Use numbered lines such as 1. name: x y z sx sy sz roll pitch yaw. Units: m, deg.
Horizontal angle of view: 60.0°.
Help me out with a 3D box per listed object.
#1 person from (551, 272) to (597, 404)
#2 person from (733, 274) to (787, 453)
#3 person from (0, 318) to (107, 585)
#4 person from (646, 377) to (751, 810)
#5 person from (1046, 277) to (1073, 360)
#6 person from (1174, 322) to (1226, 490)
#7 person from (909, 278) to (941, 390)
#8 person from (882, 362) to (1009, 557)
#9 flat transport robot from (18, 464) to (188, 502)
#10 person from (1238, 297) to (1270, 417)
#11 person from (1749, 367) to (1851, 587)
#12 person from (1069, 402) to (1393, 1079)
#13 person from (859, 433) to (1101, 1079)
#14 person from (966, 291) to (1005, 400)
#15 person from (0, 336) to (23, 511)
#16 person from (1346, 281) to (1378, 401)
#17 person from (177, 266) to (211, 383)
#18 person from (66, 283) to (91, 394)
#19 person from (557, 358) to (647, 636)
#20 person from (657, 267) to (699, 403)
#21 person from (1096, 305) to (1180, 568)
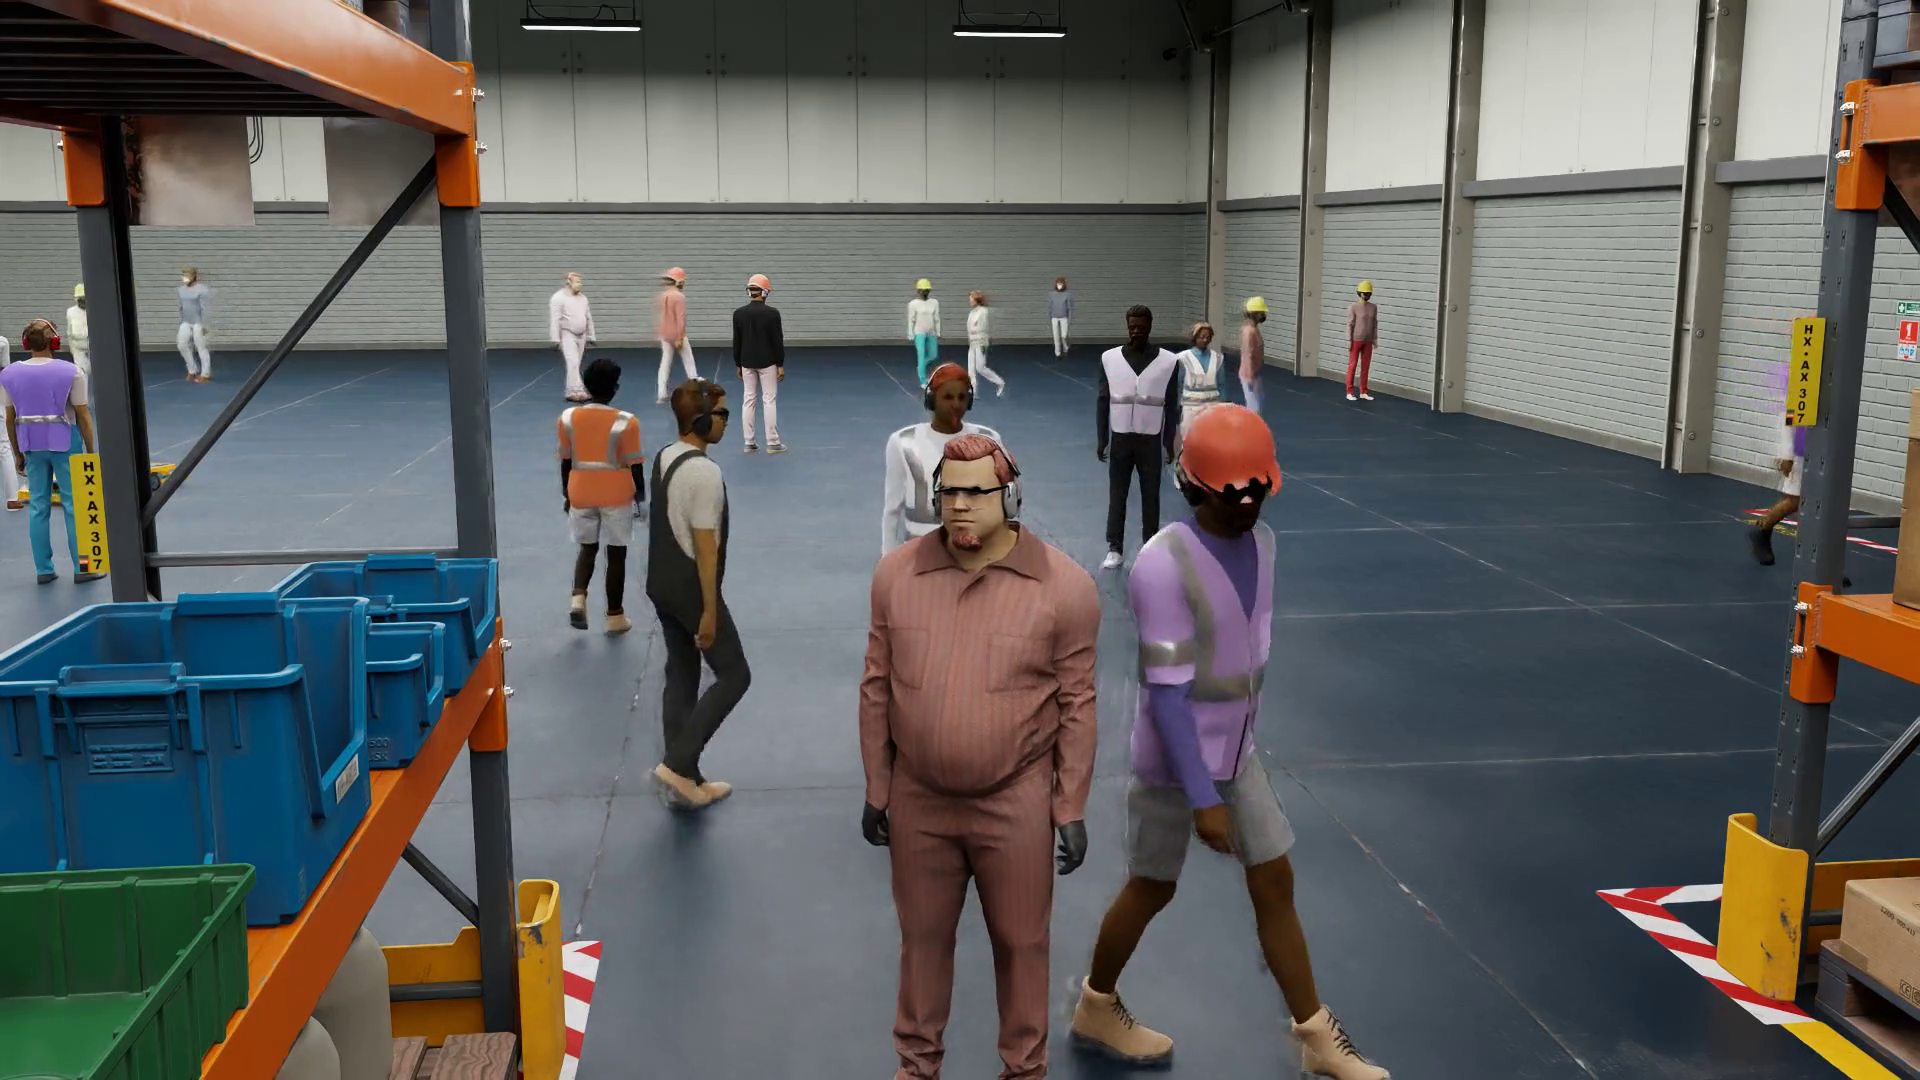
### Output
1. person: -5.504 -2.918 24.092 0.785 1.879 0.677 6 12 31
2. person: -2.227 -1.959 18.547 0.609 1.991 0.388 4 11 20
3. person: -6.283 -0.604 11.505 0.565 1.850 0.390 -1 10 -5
4. person: -1.106 0.242 6.933 0.398 1.831 0.526 -8 13 -39
5. person: 1.941 -4.308 32.427 0.498 1.623 0.375 3 11 17
6. person: 2.217 -1.212 15.467 0.517 1.625 0.397 -3 11 -18
7. person: -0.575 -3.272 26.377 0.538 1.753 0.514 -6 12 -29
8. person: -0.064 0.068 7.904 0.589 1.830 1.001 -3 11 -17
9. flat transport robot: -8.080 -0.564 15.620 0.652 0.197 1.431 5 11 24
10. person: 3.174 -1.803 18.331 0.559 1.752 0.538 4 11 20
11. person: 5.990 -0.669 11.731 0.552 1.908 0.867 -2 11 -12
12. person: 0.703 0.597 4.605 0.925 1.971 0.620 10 14 43
13. person: 0.032 0.671 4.358 0.639 1.911 0.406 3 11 15
14. person: 0.329 -2.857 24.485 0.577 1.628 0.517 -5 11 -25
15. person: -8.512 -1.163 14.519 0.508 1.872 0.329 -6 12 -31
16. person: 5.931 -2.929 24.509 0.521 1.763 0.335 -5 11 -24
17. person: -12.614 -3.525 27.343 0.644 1.919 0.531 4 11 20
18. person: -11.720 -2.550 22.372 0.619 1.782 0.946 -1 10 -4
19. person: -2.139 -0.244 9.961 0.554 1.685 0.384 2 11 12
20. person: -4.038 -2.972 24.198 0.916 1.955 0.638 -10 14 -44
21. person: 1.287 -0.744 12.097 0.593 1.917 0.391 1 10 7
